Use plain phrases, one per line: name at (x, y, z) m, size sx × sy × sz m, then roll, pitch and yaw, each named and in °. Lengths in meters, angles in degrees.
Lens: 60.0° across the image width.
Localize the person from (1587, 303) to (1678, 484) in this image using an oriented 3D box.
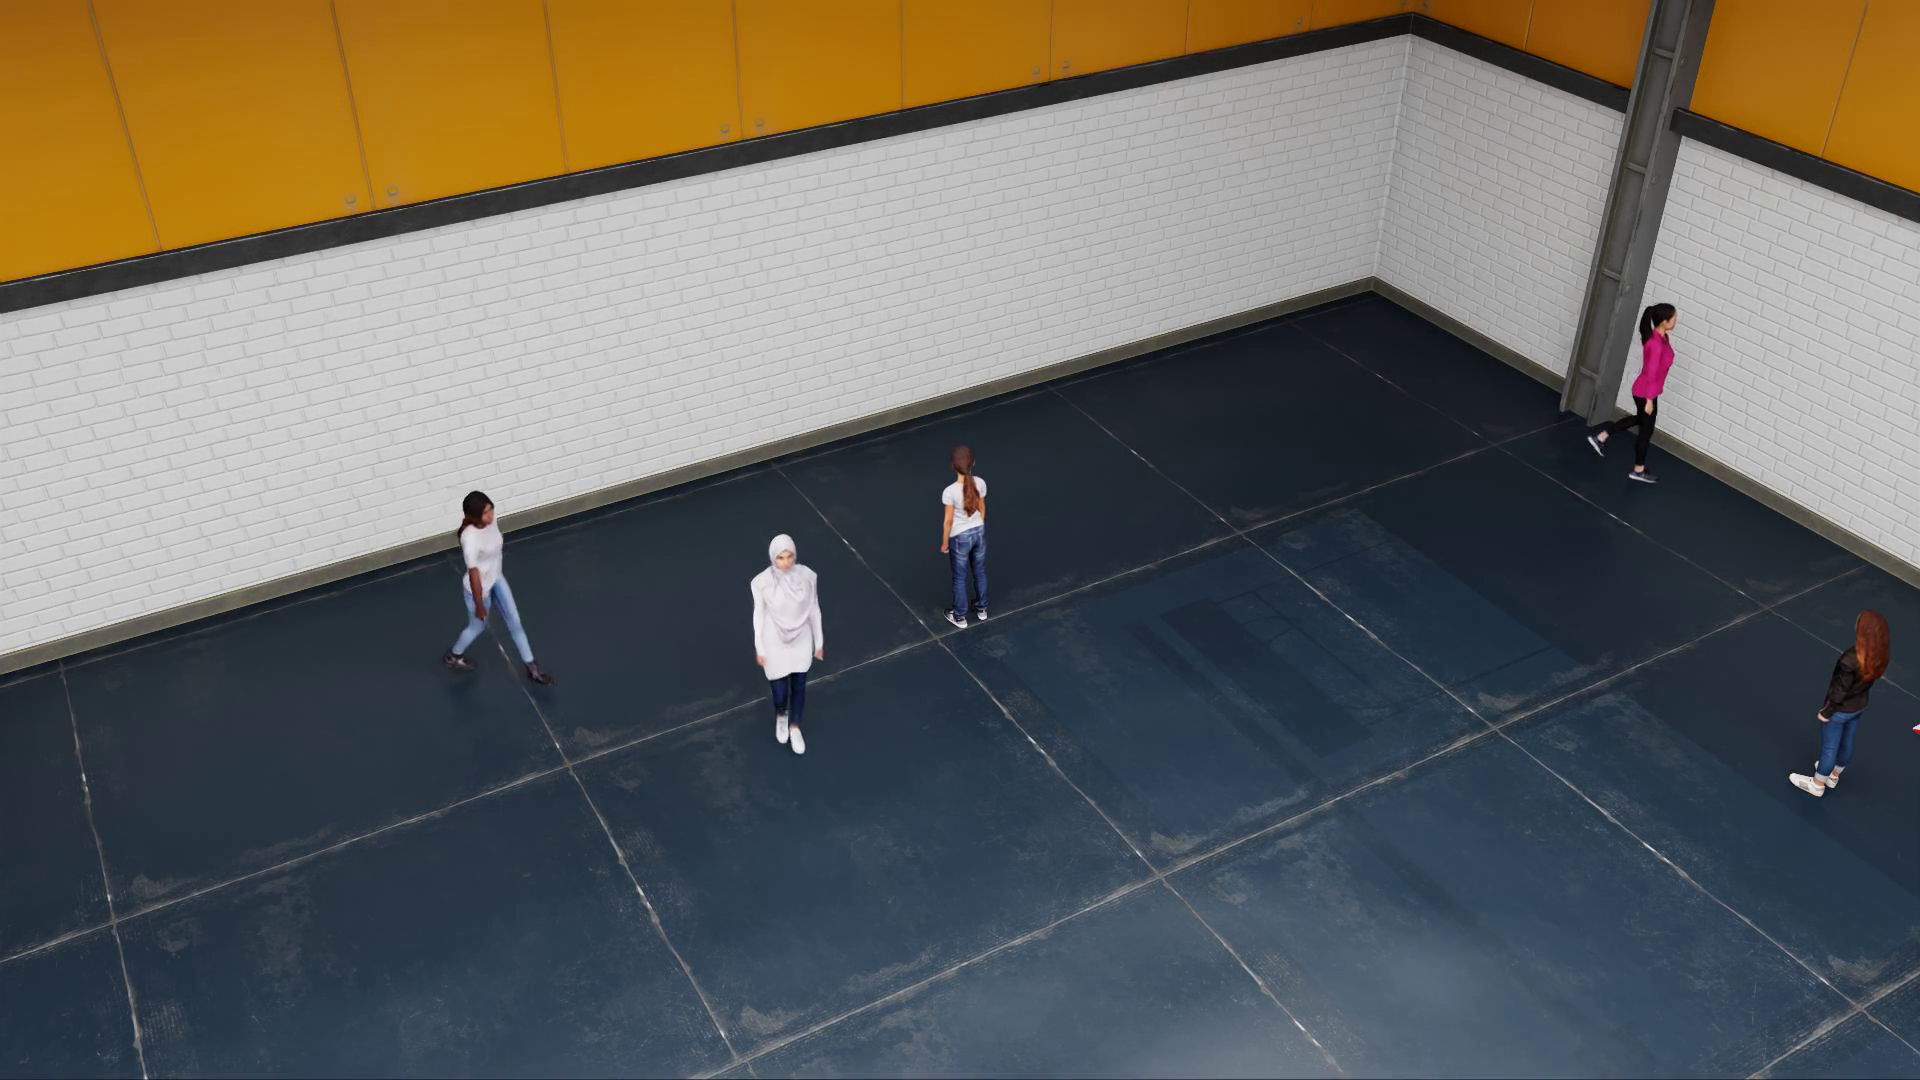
person at (5.992, -1.316, 14.684) m, size 1.005 × 1.685 × 0.904 m, roll 12°, pitch 36°, yaw 18°

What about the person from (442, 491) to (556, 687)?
person at (-3.543, 0.356, 12.180) m, size 1.209 × 1.671 × 1.114 m, roll 7°, pitch 34°, yaw 10°

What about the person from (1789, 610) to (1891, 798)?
person at (5.997, 1.099, 11.233) m, size 0.562 × 1.483 × 0.493 m, roll -16°, pitch 37°, yaw -23°

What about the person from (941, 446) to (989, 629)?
person at (0.048, -0.038, 12.871) m, size 0.537 × 1.563 × 0.516 m, roll -16°, pitch 37°, yaw -23°

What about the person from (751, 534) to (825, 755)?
person at (-1.220, 0.680, 11.603) m, size 0.680 × 1.771 × 0.670 m, roll -9°, pitch 35°, yaw -14°
